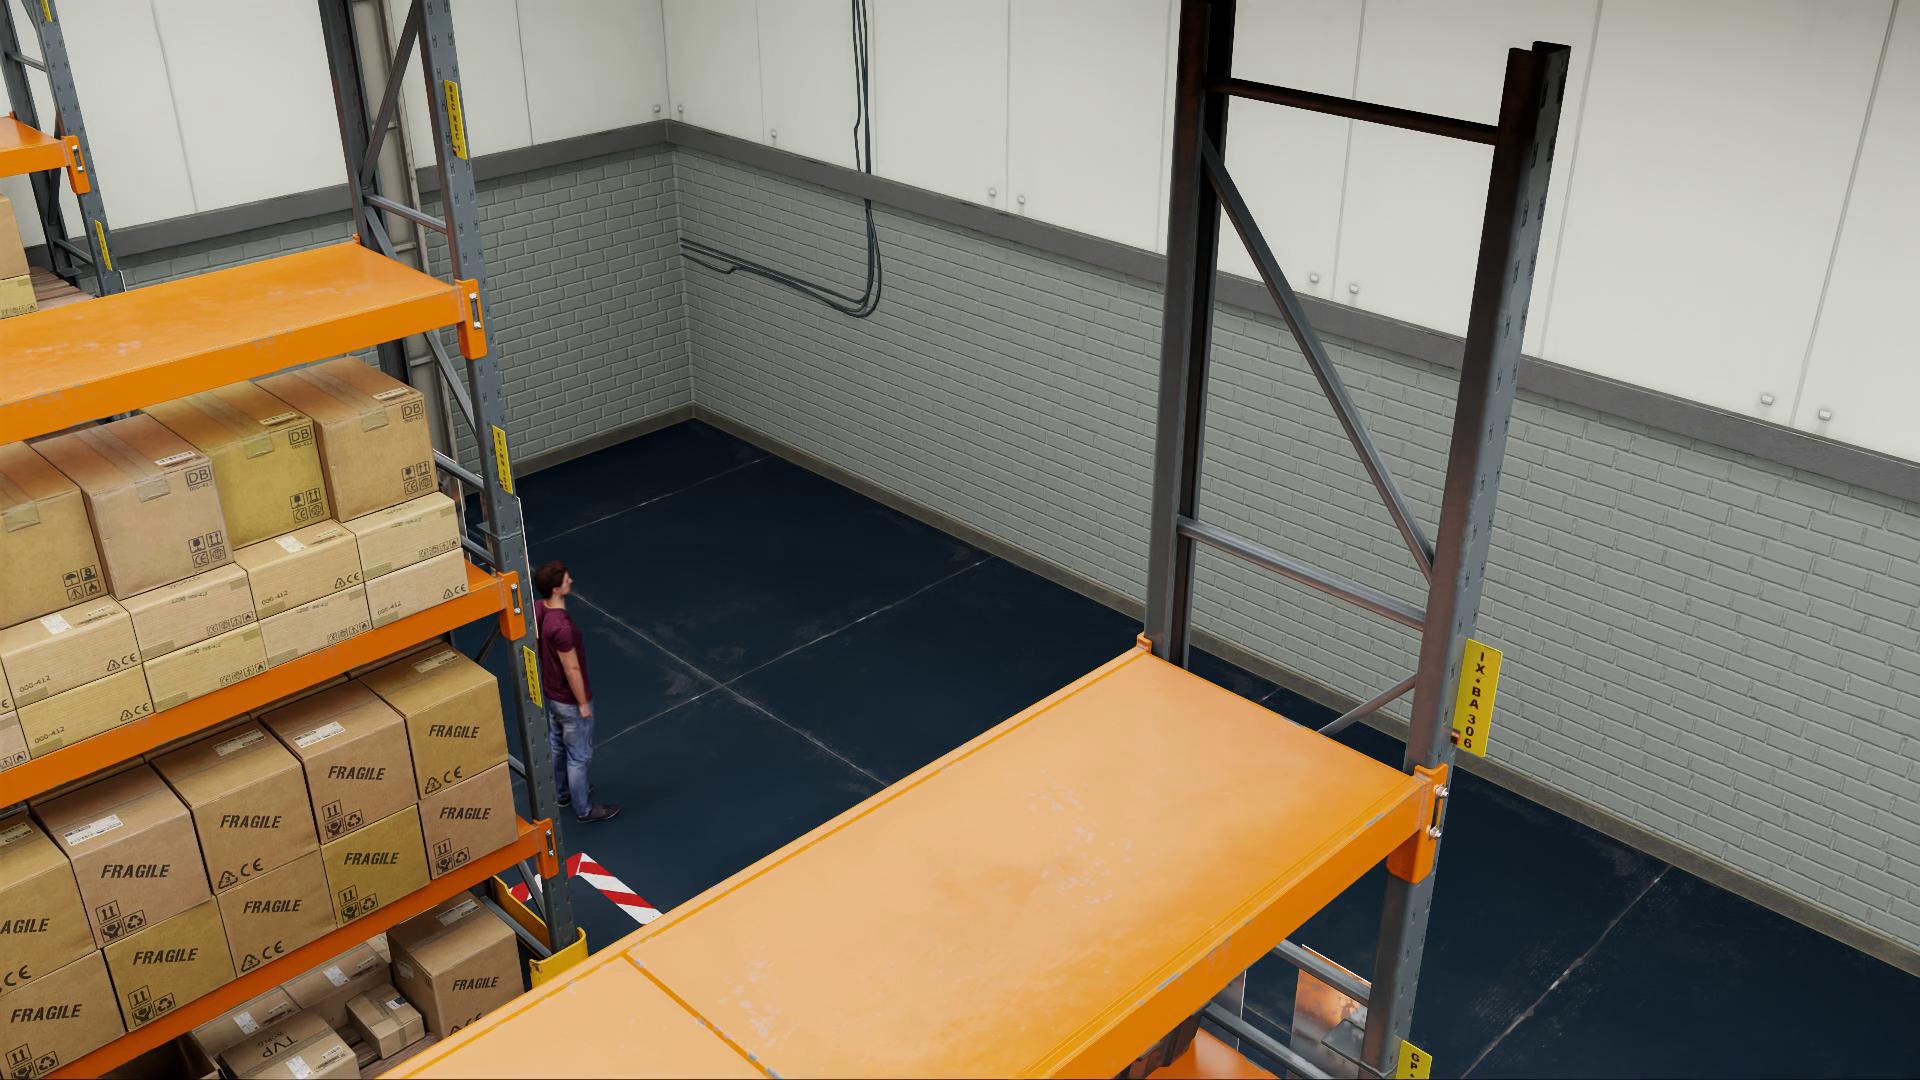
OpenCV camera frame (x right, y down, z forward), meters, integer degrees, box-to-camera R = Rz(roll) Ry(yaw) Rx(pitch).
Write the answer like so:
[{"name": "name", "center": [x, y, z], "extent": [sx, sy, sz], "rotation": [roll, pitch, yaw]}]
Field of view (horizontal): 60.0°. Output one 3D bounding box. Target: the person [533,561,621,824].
[{"name": "person", "center": [-2.549, 0.968, 10.739], "extent": [0.577, 1.855, 0.681], "rotation": [-20, 33, -34]}]
